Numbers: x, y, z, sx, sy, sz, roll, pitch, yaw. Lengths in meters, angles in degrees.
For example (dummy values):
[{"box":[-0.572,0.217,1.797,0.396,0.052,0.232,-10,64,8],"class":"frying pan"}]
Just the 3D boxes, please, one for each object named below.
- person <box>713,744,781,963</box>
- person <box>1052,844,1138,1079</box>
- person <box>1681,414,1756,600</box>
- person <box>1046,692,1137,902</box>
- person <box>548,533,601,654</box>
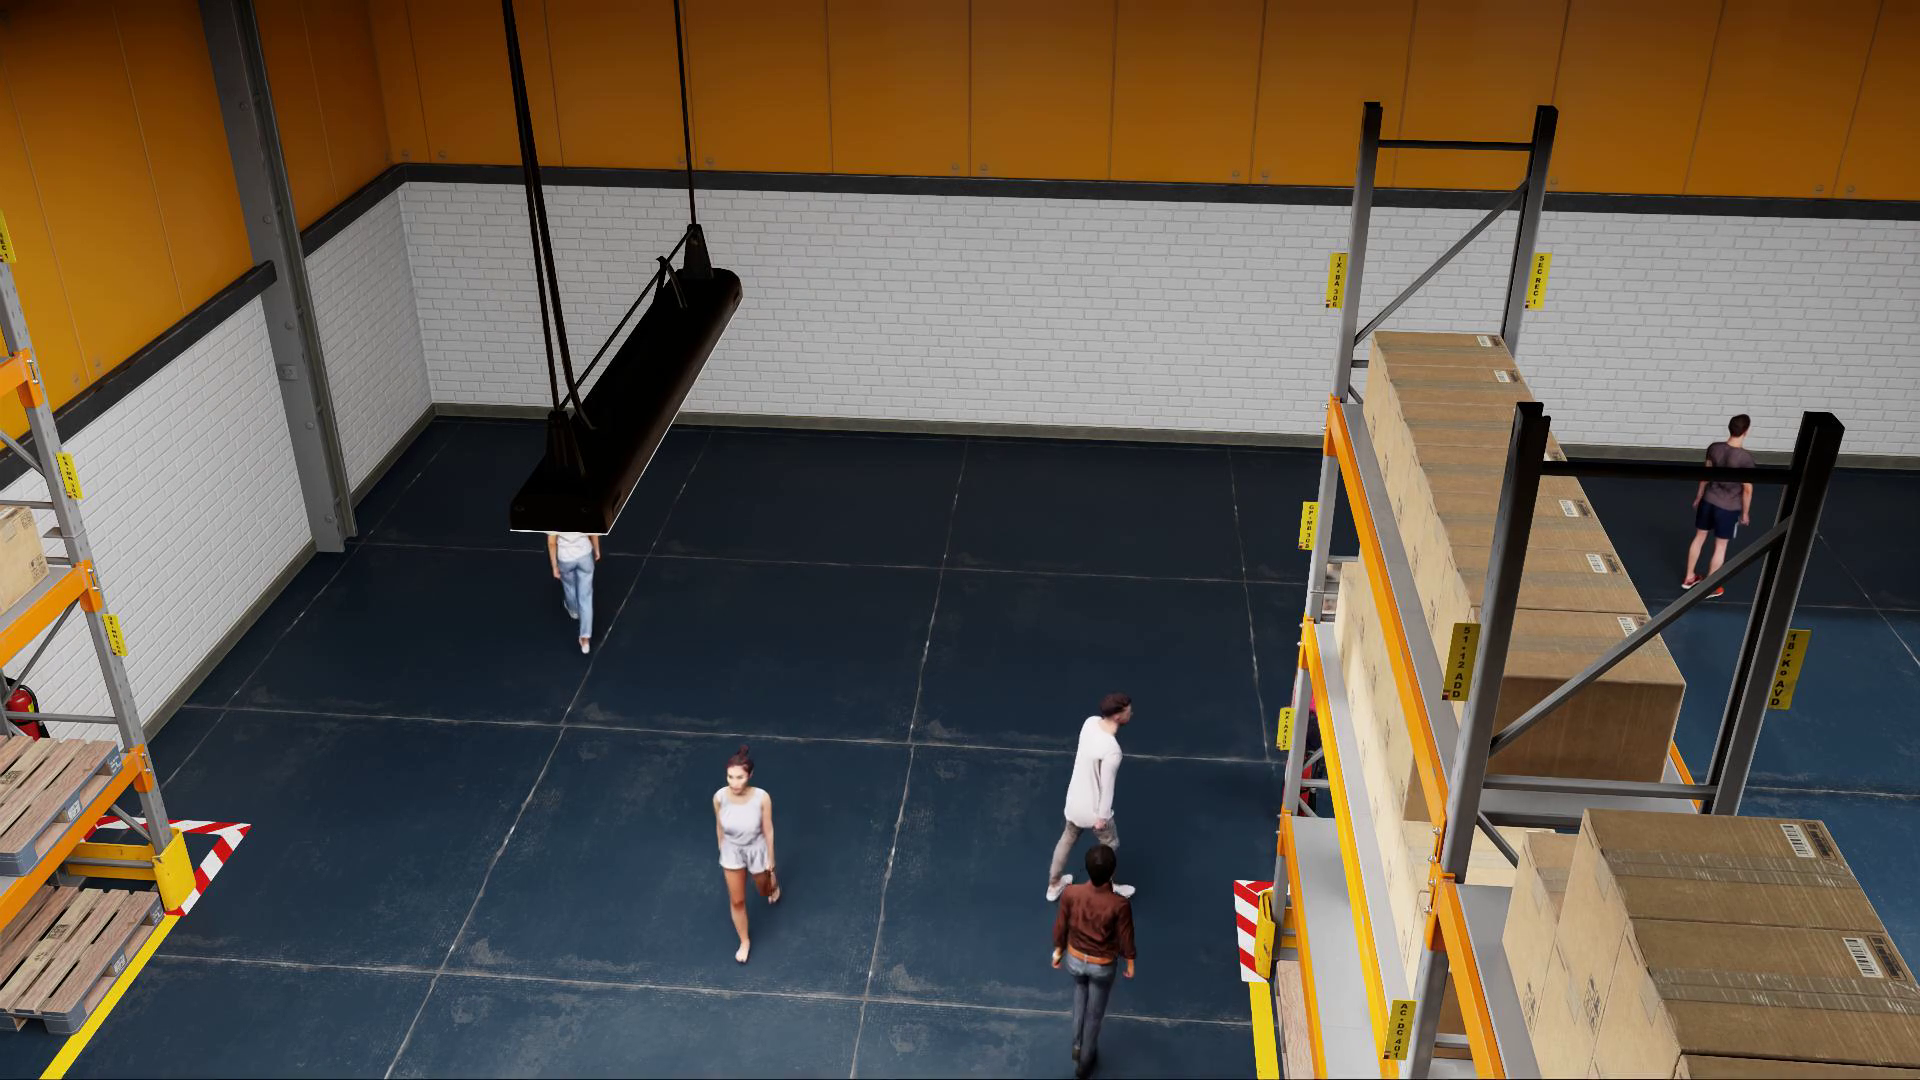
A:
[{"box":[-1.471,2.126,11.592,0.552,1.588,0.896,3,29,5],"class":"person"},{"box":[0.797,2.689,10.371,0.754,1.769,0.716,11,30,19],"class":"person"},{"box":[7.218,-0.328,15.815,0.800,1.852,0.713,-17,33,-29],"class":"person"},{"box":[0.877,1.868,11.847,0.931,1.798,0.926,-12,31,-21],"class":"person"},{"box":[-3.436,0.237,14.959,0.967,1.680,1.188,-11,31,-20],"class":"person"}]
